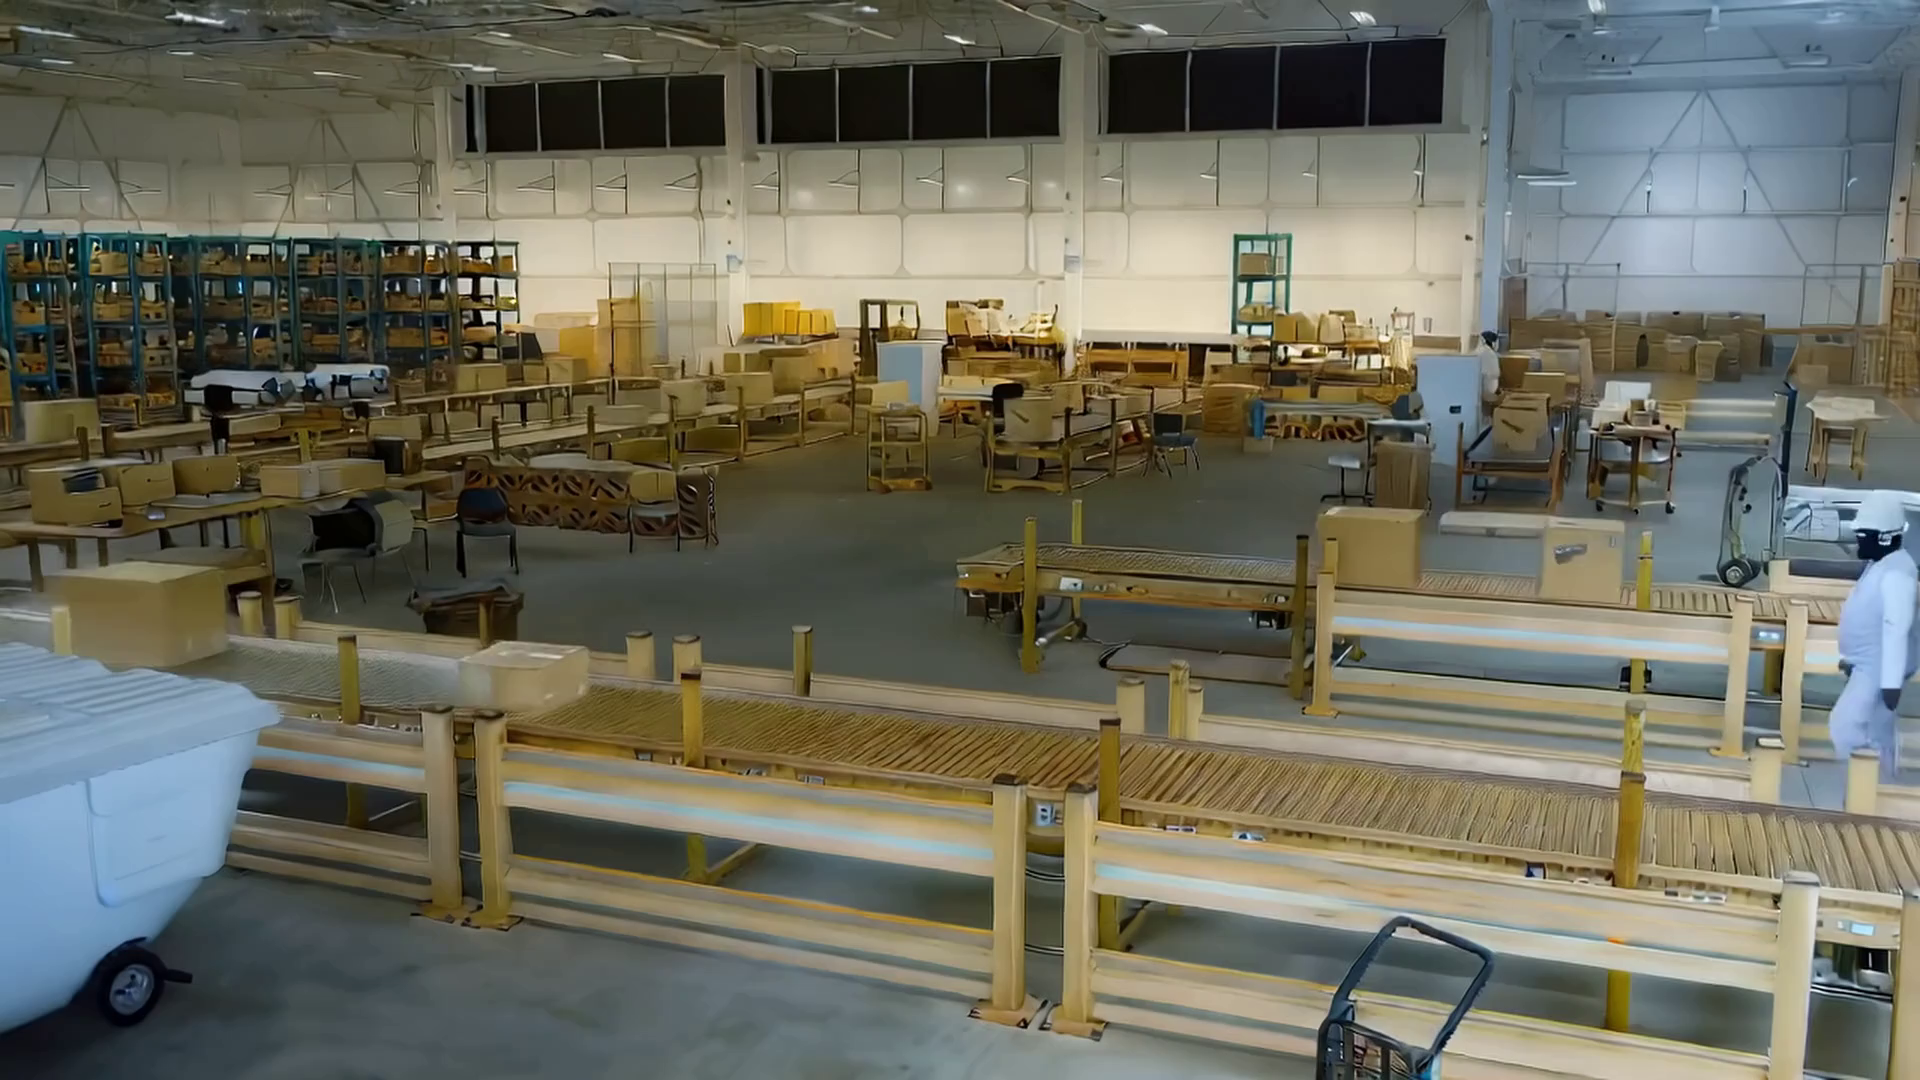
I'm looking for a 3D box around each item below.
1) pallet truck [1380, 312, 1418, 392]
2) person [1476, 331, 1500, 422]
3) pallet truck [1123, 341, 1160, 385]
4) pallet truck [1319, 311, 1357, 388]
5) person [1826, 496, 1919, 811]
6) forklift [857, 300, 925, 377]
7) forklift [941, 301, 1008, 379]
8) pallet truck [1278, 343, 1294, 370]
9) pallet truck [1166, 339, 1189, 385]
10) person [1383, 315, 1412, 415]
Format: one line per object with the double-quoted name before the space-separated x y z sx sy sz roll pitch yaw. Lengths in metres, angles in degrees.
"pallet truck" 10.207 -4.283 38.369 0.823 1.965 1.885 3 10 20
"person" 9.362 -2.799 29.749 0.857 1.881 0.651 6 11 33
"pallet truck" 4.445 -4.380 41.279 0.680 1.201 1.601 4 10 22
"pallet truck" 9.071 -4.419 39.190 0.823 1.965 1.885 5 10 26
"person" 4.910 0.665 8.953 0.443 1.817 0.611 5 10 26
"forklift" -1.732 -5.109 42.468 1.157 1.987 2.680 4 10 22
"forklift" 0.365 -4.966 41.571 1.157 1.987 2.680 3 10 20
"pallet truck" 7.886 -4.163 39.743 0.653 1.274 1.630 4 10 22
"pallet truck" 5.418 -4.269 40.420 0.704 1.261 1.522 3 10 20
"person" 8.887 -3.551 33.794 0.608 2.044 0.371 7 11 35
